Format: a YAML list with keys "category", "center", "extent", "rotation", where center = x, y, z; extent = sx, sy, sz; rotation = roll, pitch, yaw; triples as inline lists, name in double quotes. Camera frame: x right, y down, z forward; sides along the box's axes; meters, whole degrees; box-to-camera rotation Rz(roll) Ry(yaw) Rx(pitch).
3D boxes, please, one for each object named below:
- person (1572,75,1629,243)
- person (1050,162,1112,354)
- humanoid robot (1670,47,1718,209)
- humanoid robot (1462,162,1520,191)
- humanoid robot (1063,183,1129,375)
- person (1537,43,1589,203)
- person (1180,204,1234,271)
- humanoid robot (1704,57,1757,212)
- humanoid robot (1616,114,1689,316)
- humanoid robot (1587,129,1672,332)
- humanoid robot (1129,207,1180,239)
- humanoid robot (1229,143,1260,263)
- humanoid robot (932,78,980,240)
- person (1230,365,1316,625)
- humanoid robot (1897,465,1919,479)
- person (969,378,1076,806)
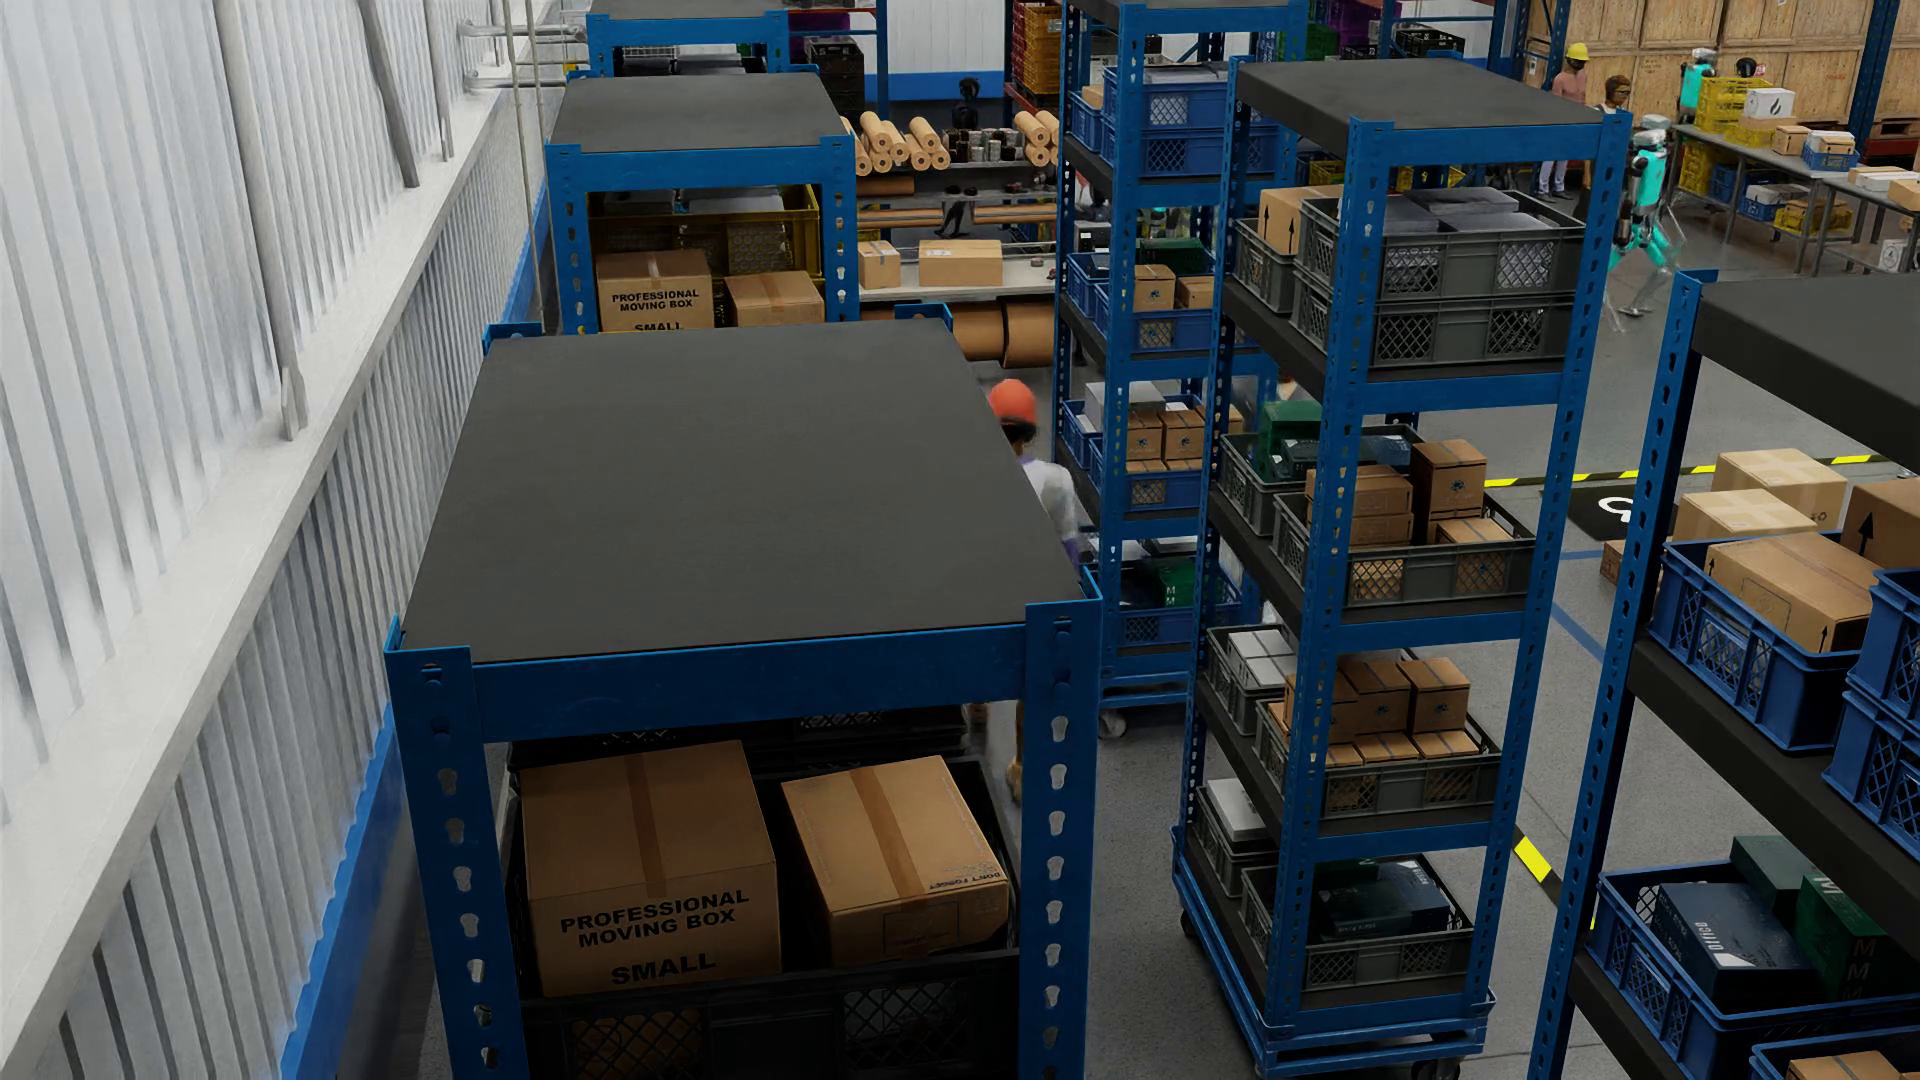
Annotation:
- category: "person"
  center: [6.253, -3.617, 16.280]
  extent: [0.507, 1.839, 0.332]
  rotation: [-16, 29, -30]
- category: "person"
  center: [1.042, -2.499, 13.771]
  extent: [0.589, 1.915, 0.404]
  rotation: [8, 26, 18]
- category: "humanoid robot"
  center: [8.246, -4.510, 18.405]
  extent: [0.685, 1.848, 0.530]
  rotation: [-5, 25, -10]
- category: "humanoid robot"
  center: [5.273, -3.608, 16.507]
  extent: [0.614, 1.627, 0.748]
  rotation: [0, 25, 0]
- category: "humanoid robot"
  center: [1.078, -2.110, 13.229]
  extent: [0.605, 1.622, 0.729]
  rotation: [-4, 25, -9]
- category: "person"
  center: [6.816, -4.684, 18.697]
  extent: [0.522, 1.762, 0.335]
  rotation: [-14, 28, -28]
- category: "person"
  center: [2.176, -2.555, 14.026]
  extent: [0.898, 1.784, 0.690]
  rotation: [-5, 25, -11]
- category: "humanoid robot"
  center: [8.531, -4.438, 18.247]
  extent: [0.599, 1.652, 0.392]
  rotation: [-22, 33, -39]
- category: "humanoid robot"
  center: [6.161, -2.836, 14.629]
  extent: [0.532, 1.734, 0.686]
  rotation: [-21, 32, -38]
- category: "humanoid robot"
  center: [5.665, -2.702, 14.488]
  extent: [0.547, 1.807, 0.810]
  rotation: [-20, 31, -37]
- category: "humanoid robot"
  center: [1.438, -2.444, 13.700]
  extent: [0.533, 1.672, 0.735]
  rotation: [22, 32, 39]
- category: "humanoid robot"
  center: [2.547, -2.766, 14.624]
  extent: [0.584, 1.649, 0.340]
  rotation: [-1, 25, -3]
- category: "humanoid robot"
  center: [-0.044, -3.923, 17.149]
  extent: [0.488, 1.645, 0.616]
  rotation: [1, 25, 2]
- category: "person"
  center: [1.746, -0.273, 9.038]
  extent: [0.592, 1.823, 0.787]
  rotation: [-2, 25, -4]
- category: "humanoid robot"
  center: [6.431, -1.143, 10.875]
  extent: [0.735, 1.669, 0.533]
  rotation: [-11, 27, -22]
- category: "person"
  center: [0.227, 0.180, 7.860]
  extent: [0.626, 1.988, 1.004]
  rotation: [0, 25, 1]
